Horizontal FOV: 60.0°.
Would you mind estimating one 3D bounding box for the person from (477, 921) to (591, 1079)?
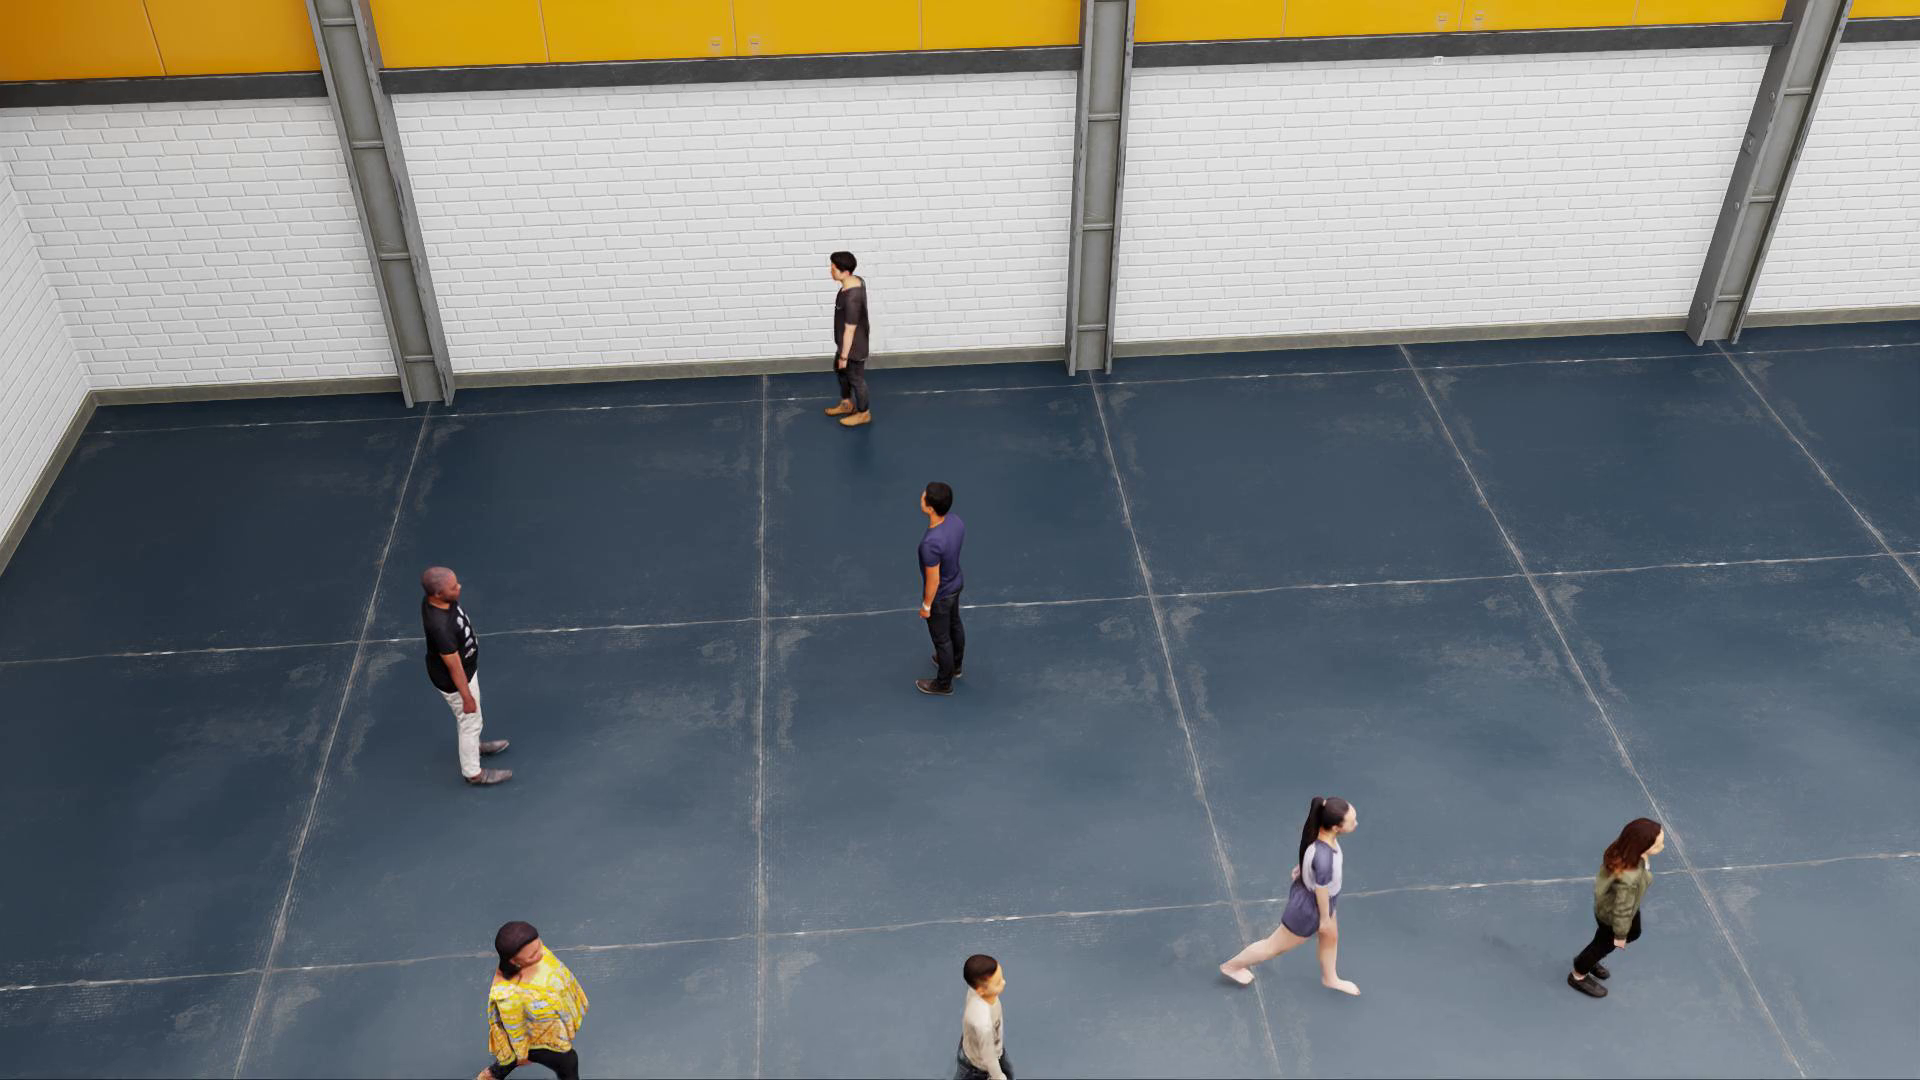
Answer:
[{"bbox_3d":[-2.332,2.578,8.903,0.979,1.632,0.733,-1,39,-1],"label":"person"}]

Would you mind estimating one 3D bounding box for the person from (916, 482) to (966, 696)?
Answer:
[{"bbox_3d":[-0.117,0.335,11.581,0.714,1.793,0.723,16,41,19],"label":"person"}]

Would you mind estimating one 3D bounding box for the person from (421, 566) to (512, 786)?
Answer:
[{"bbox_3d":[-3.309,0.879,10.894,0.701,1.801,0.725,-13,40,-15],"label":"person"}]

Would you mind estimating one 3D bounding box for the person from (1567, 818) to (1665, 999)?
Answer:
[{"bbox_3d":[3.734,2.104,9.628,0.725,1.466,0.700,17,42,20],"label":"person"}]

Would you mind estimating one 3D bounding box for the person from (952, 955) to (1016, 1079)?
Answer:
[{"bbox_3d":[0.033,2.731,8.861,1.046,1.444,0.685,4,39,5],"label":"person"}]

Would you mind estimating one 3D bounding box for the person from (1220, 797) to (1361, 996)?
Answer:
[{"bbox_3d":[1.912,2.077,9.549,1.133,1.607,0.848,9,39,11],"label":"person"}]

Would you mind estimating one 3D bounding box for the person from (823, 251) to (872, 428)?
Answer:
[{"bbox_3d":[-0.859,-1.721,14.229,0.643,1.702,0.639,-3,39,-4],"label":"person"}]
